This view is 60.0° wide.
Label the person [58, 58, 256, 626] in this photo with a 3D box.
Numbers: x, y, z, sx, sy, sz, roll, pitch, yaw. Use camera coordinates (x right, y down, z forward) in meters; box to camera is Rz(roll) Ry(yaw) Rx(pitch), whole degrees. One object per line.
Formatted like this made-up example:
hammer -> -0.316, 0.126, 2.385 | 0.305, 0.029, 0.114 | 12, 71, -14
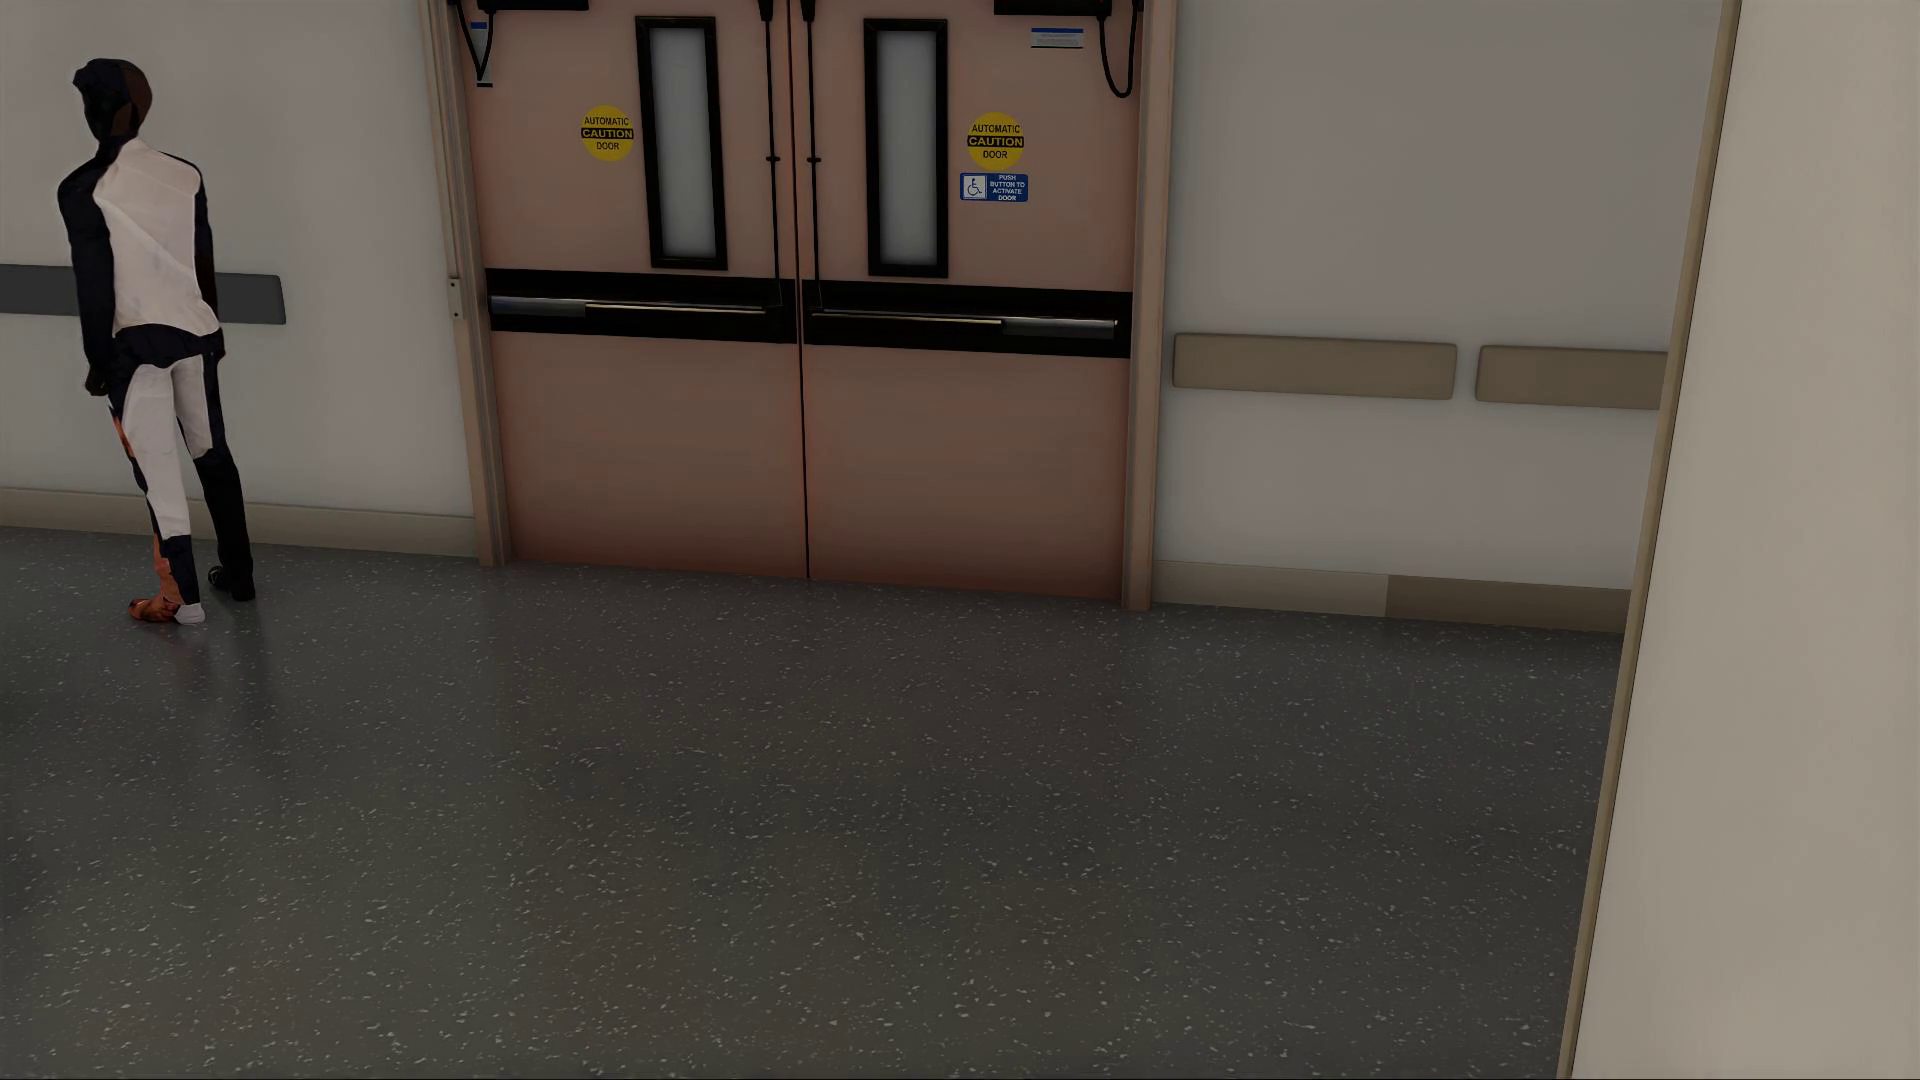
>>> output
person -> -2.711, -0.649, 5.623 | 0.701, 1.893, 0.745 | 11, 23, 26
